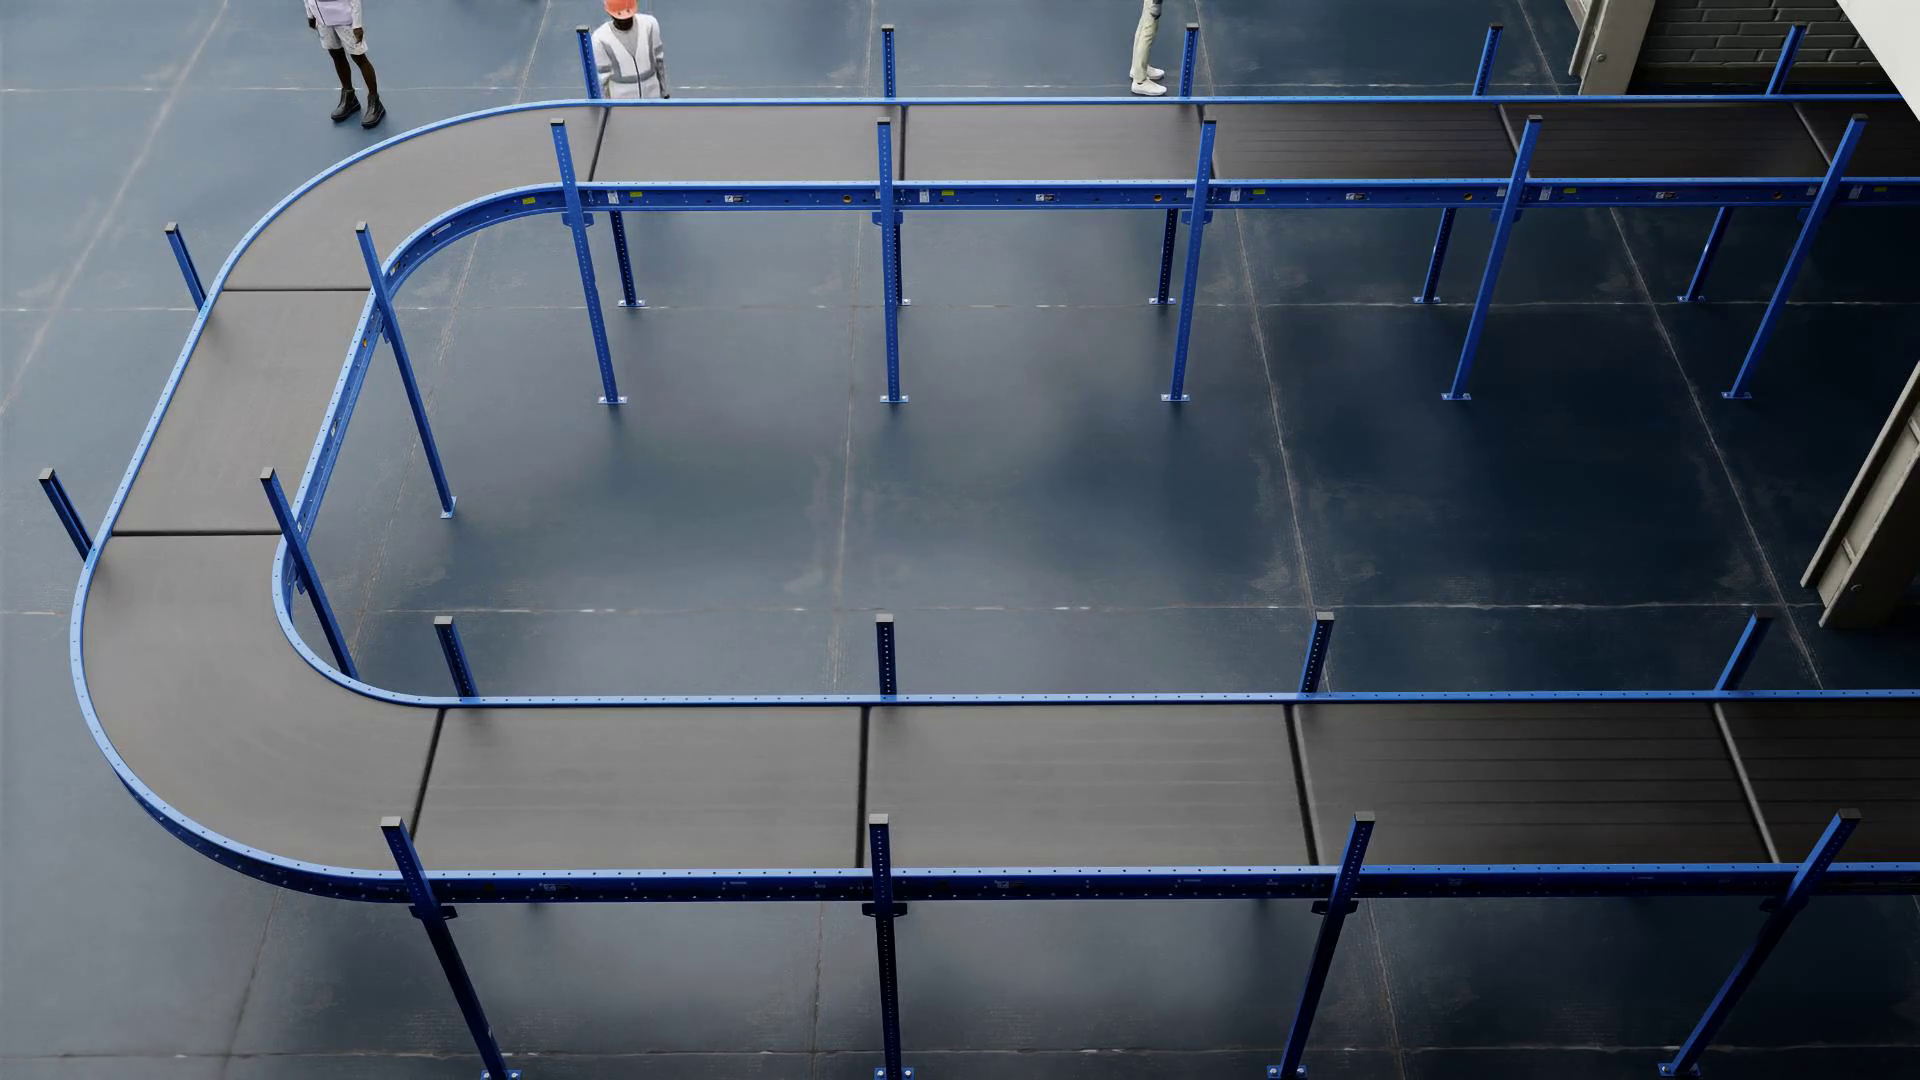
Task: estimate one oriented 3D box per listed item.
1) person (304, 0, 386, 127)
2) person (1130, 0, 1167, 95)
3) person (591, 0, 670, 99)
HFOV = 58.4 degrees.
[{"bbox_3d":[-5.088,-4.253,13.930,0.543,1.928,0.374,17,49,15],"label":"person"},{"bbox_3d":[1.631,-4.613,14.312,0.318,1.866,0.515,1,47,1],"label":"person"},{"bbox_3d":[-2.453,-3.343,13.086,0.564,1.914,0.585,-20,50,-18],"label":"person"}]
